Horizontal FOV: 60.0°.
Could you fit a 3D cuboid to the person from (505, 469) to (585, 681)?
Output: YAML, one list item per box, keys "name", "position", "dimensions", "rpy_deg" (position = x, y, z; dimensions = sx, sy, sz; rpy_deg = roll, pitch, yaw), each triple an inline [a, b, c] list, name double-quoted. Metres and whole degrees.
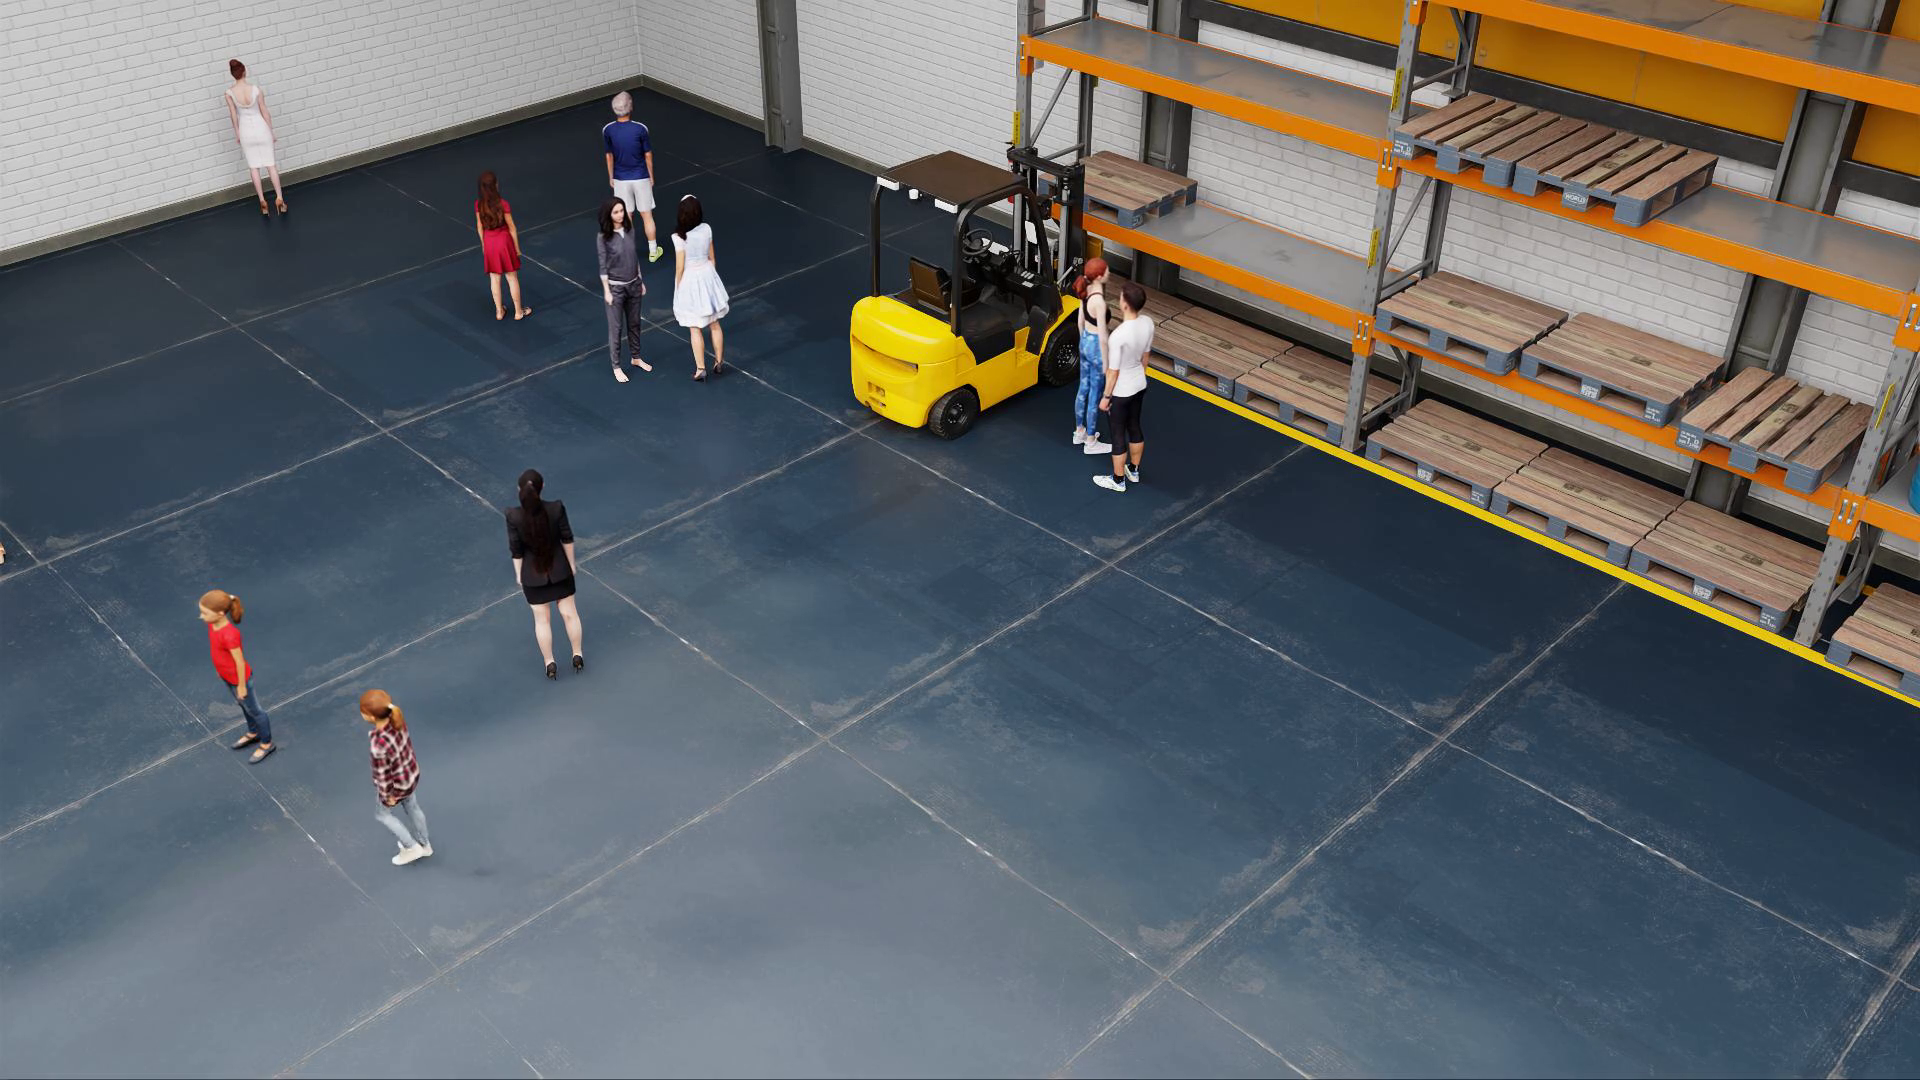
- name: "person"
  position: [-2.876, 0.236, 11.590]
  dimensions: [0.671, 1.697, 0.669]
  rpy_deg: [-12, 35, -17]

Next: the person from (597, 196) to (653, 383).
- name: "person"
  position: [-3.140, -2.356, 15.428]
  dimensions: [0.511, 1.765, 0.598]
  rpy_deg: [27, 42, 35]

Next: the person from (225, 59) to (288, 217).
- name: "person"
  position: [-7.912, -4.514, 18.654]
  dimensions: [0.630, 1.787, 0.642]
  rpy_deg: [-7, 34, -10]

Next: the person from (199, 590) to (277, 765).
- name: "person"
  position: [-4.773, 0.875, 10.977]
  dimensions: [0.426, 1.311, 0.534]
  rpy_deg: [29, 43, 36]

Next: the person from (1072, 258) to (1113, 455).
- name: "person"
  position: [1.145, -1.582, 14.246]
  dimensions: [0.718, 1.784, 0.629]
  rpy_deg: [-13, 36, -19]

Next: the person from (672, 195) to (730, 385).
- name: "person"
  position: [-2.401, -2.302, 15.298]
  dimensions: [0.733, 1.819, 0.756]
  rpy_deg: [-22, 40, -30]

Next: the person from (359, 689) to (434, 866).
- name: "person"
  position: [-3.371, 1.449, 10.127]
  dimensions: [0.646, 1.296, 0.615]
  rpy_deg: [7, 34, 11]

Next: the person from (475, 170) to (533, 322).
- name: "person"
  position: [-4.565, -2.919, 16.468]
  dimensions: [0.680, 1.551, 0.739]
  rpy_deg: [2, 34, 3]

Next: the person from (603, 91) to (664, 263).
- name: "person"
  position: [-3.471, -3.824, 17.571]
  dimensions: [0.718, 1.838, 0.766]
  rpy_deg: [-2, 34, -3]

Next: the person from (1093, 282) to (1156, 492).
- name: "person"
  position: [1.378, -1.263, 13.706]
  dimensions: [0.540, 1.851, 0.658]
  rpy_deg: [29, 43, 36]
